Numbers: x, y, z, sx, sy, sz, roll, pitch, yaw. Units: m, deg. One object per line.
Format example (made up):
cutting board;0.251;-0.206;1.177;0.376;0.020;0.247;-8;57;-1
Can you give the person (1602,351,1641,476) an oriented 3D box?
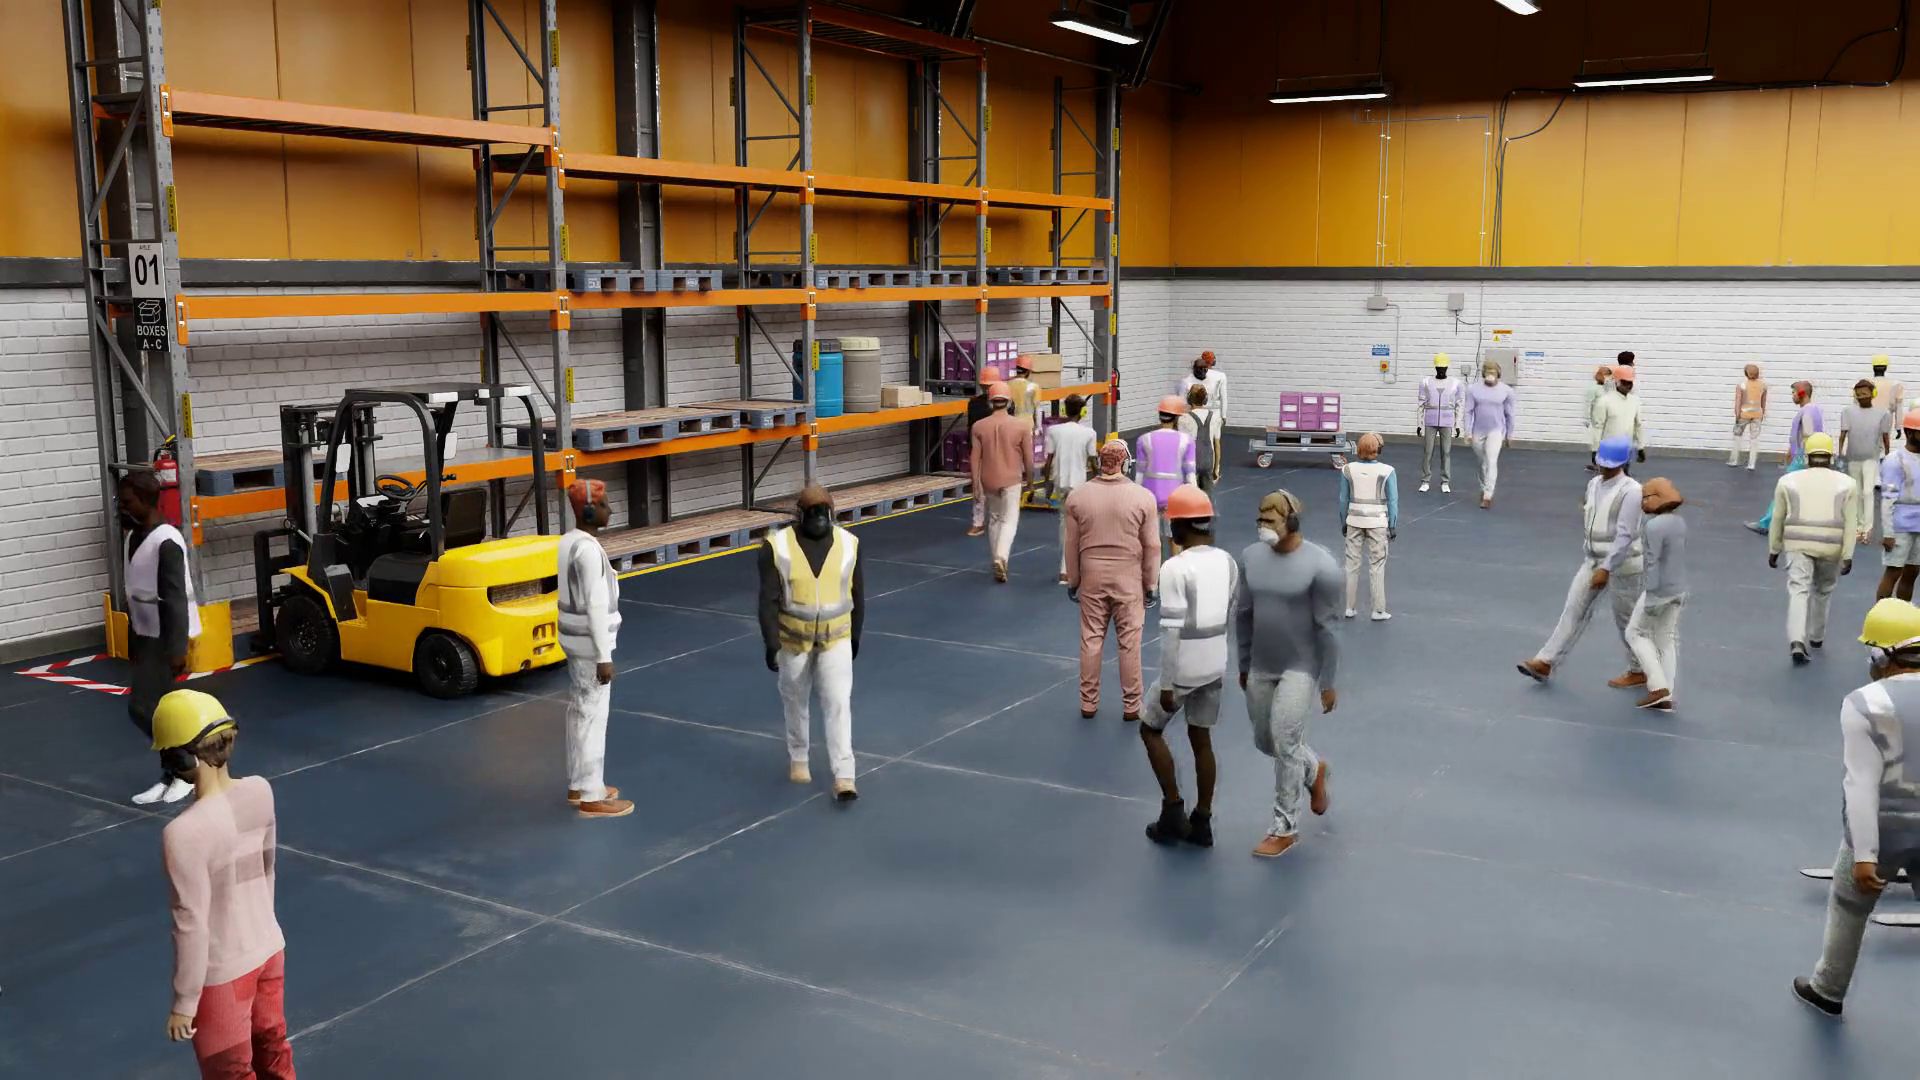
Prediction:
person;9.017;-1.592;22.641;0.361;1.965;0.613;-4;10;-25

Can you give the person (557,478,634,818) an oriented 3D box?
person;-2.055;0.594;9.254;0.341;1.882;0.581;-4;10;-26

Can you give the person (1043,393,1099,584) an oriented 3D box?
person;1.136;-0.520;16.356;0.523;1.835;0.861;4;10;23

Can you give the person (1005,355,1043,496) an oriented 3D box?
person;0.842;-1.539;22.493;0.551;1.907;0.639;4;10;25

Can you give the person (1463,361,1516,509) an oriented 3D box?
person;6.891;-1.392;21.650;0.622;1.902;0.995;5;10;28

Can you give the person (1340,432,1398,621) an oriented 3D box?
person;3.538;-0.115;14.428;0.514;1.645;0.309;6;11;32

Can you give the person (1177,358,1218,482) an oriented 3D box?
person;3.430;-1.760;24.255;0.663;1.799;0.907;-3;9;-16

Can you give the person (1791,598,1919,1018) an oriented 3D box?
person;3.659;1.127;6.343;0.607;1.775;0.998;-1;9;-5

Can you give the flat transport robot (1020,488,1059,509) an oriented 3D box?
flat transport robot;1.403;-0.504;21.131;1.431;0.197;0.652;6;11;33

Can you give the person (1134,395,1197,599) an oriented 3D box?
person;1.865;-0.359;15.163;0.551;1.912;0.669;1;9;5

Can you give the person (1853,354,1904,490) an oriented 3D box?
person;12.606;-1.605;22.888;0.622;1.908;0.531;4;10;24

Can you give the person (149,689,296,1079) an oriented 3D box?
person;-2.281;1.319;5.129;0.336;1.759;0.523;1;9;7

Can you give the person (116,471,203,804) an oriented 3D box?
person;-4.548;0.557;9.401;0.455;1.907;0.617;-8;12;-42

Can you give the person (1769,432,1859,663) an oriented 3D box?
person;6.642;0.056;12.973;0.606;1.782;0.954;5;10;27

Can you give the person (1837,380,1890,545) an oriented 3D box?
person;10.030;-0.859;18.501;0.515;1.826;0.890;7;11;36

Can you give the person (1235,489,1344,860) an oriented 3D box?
person;1.763;0.668;8.746;0.760;1.917;0.643;-8;12;-42

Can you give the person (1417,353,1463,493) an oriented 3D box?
person;6.589;-1.611;22.885;0.594;1.924;0.373;3;9;16

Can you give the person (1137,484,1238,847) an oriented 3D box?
person;1.179;0.660;8.746;0.563;1.914;0.500;-7;11;-37

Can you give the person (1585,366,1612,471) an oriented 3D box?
person;9.752;-1.805;25.091;0.517;1.603;0.755;-5;10;-28

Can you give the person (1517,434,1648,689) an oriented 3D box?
person;4.591;0.171;11.929;0.954;1.871;0.630;-2;9;-14

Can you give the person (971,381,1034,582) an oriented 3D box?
person;0.402;-0.581;16.380;0.620;1.964;0.903;3;9;15

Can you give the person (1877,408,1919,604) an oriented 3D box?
person;7.712;-0.110;13.507;0.542;1.932;0.372;-5;10;-26

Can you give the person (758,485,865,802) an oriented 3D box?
person;-0.835;0.591;9.551;0.631;1.795;0.950;-2;9;-12

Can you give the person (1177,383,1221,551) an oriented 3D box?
person;2.529;-0.746;17.742;0.517;1.843;0.325;-3;10;-18

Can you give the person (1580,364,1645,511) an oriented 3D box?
person;7.777;-1.125;19.803;0.627;1.956;0.996;-4;10;-23

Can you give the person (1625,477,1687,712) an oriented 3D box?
person;4.810;0.380;11.446;0.536;1.607;0.382;-7;11;-37

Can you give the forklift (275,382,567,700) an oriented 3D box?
forklift;-3.974;-0.067;12.417;2.313;2.155;1.214;5;11;30

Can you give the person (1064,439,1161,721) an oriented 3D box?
person;1.034;0.270;11.205;0.651;1.907;0.409;3;10;17

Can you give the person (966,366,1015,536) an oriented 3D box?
person;0.327;-1.005;18.957;0.639;1.967;0.474;5;10;29

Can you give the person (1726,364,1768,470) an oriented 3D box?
person;12.139;-1.896;25.646;0.521;1.614;0.699;1;9;4

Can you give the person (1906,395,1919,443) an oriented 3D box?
person;11.833;-1.130;20.200;0.638;1.823;0.564;6;11;35

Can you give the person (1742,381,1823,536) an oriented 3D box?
person;9.474;-0.907;18.932;0.931;1.790;0.555;6;11;34

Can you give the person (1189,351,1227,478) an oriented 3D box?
person;3.627;-1.839;24.442;0.583;1.882;0.337;1;9;9
